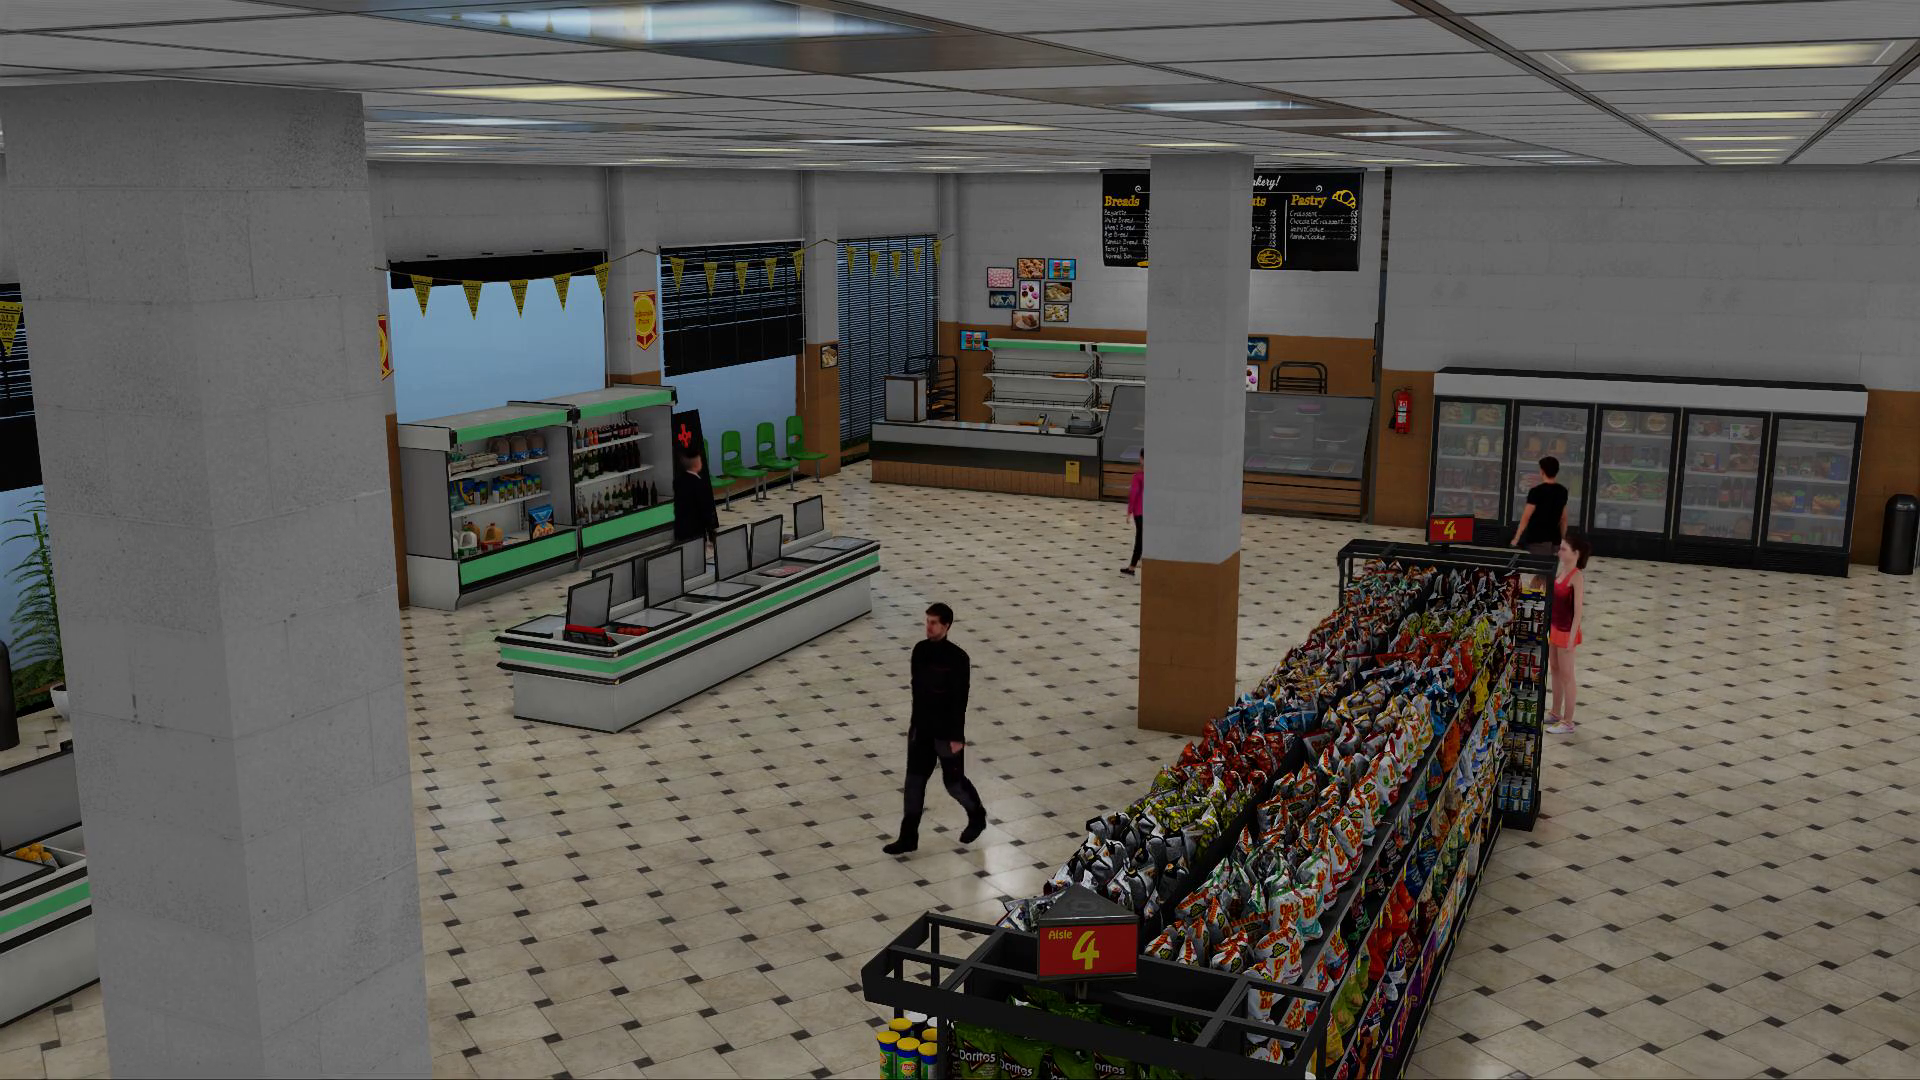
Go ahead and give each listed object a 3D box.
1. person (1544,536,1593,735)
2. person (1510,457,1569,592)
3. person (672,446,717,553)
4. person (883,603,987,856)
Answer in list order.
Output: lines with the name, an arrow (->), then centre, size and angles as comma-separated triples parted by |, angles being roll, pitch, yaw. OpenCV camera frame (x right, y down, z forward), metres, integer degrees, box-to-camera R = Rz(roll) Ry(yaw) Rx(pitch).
person -> 5.319, 0.813, 14.631 | 0.721, 1.752, 0.634 | -1, 12, -4
person -> 6.423, 0.044, 18.107 | 1.143, 1.825, 1.156 | -6, 13, -26
person -> -3.006, -0.093, 18.454 | 0.809, 1.950, 0.754 | 10, 16, 40
person -> -0.086, 1.351, 11.939 | 0.951, 1.809, 1.178 | 11, 16, 43
